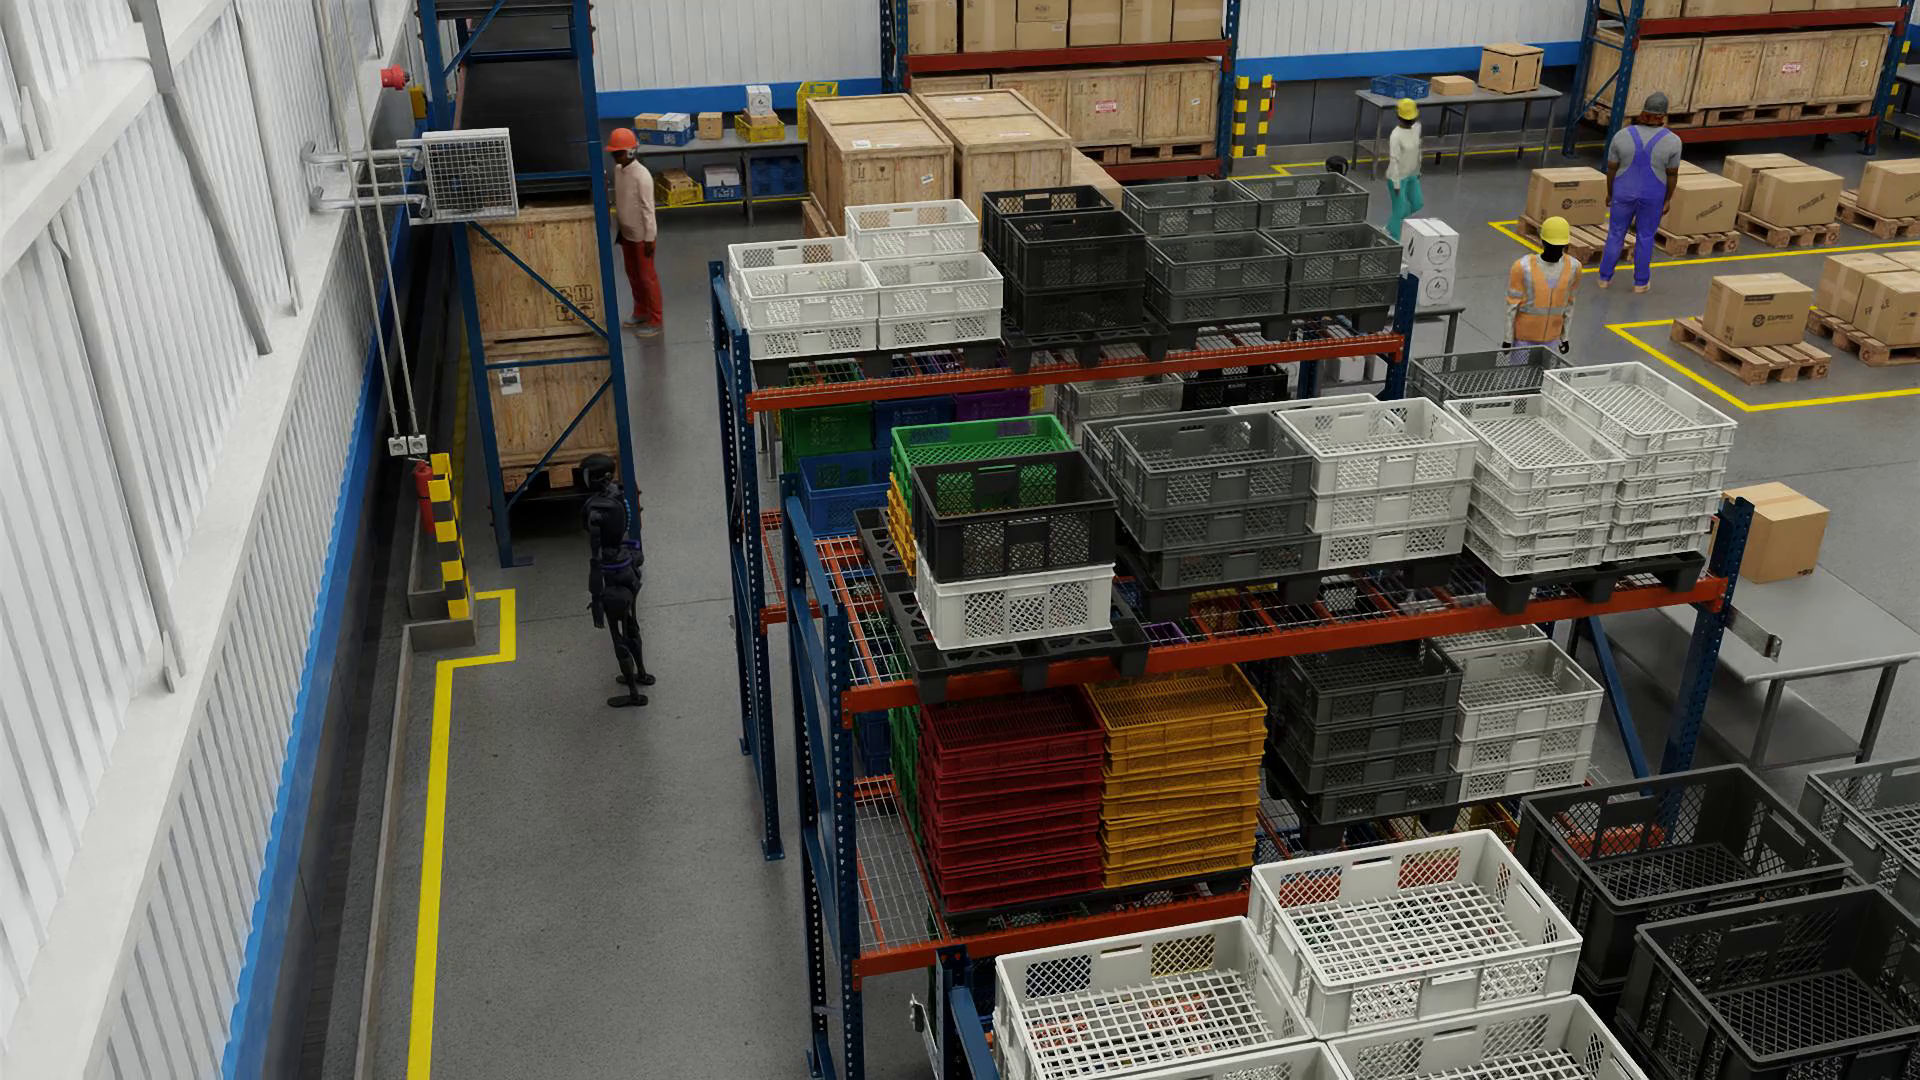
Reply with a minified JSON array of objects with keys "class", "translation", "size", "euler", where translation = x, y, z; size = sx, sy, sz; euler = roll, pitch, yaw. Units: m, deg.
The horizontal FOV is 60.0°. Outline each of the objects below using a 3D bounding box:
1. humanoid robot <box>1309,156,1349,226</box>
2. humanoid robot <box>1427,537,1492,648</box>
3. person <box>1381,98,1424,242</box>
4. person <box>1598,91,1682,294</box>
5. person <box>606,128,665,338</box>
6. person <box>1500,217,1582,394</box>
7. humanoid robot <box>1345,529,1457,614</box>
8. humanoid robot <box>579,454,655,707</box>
[{"class":"humanoid robot","translation":[3.514,-2.875,15.987],"size":[0.356,1.648,0.575],"euler":[0,28,1]},{"class":"humanoid robot","translation":[2.942,0.472,9.636],"size":[0.586,1.637,0.419],"euler":[-16,32,-27]},{"class":"person","translation":[4.747,-3.901,17.870],"size":[0.569,1.732,0.423],"euler":[-25,37,-39]},{"class":"person","translation":[6.872,-3.517,16.822],"size":[0.682,2.000,0.539],"euler":[14,31,25]},{"class":"person","translation":[-3.064,-2.903,15.710],"size":[0.390,1.992,0.610],"euler":[-21,34,-34]},{"class":"person","translation":[4.675,-1.680,13.456],"size":[0.586,1.927,0.367],"euler":[-4,28,-7]},{"class":"humanoid robot","translation":[2.759,0.205,10.179],"size":[0.663,1.634,0.500],"euler":[16,32,28]},{"class":"humanoid robot","translation":[-2.100,0.228,10.105],"size":[0.332,1.653,0.569],"euler":[3,28,5]}]
